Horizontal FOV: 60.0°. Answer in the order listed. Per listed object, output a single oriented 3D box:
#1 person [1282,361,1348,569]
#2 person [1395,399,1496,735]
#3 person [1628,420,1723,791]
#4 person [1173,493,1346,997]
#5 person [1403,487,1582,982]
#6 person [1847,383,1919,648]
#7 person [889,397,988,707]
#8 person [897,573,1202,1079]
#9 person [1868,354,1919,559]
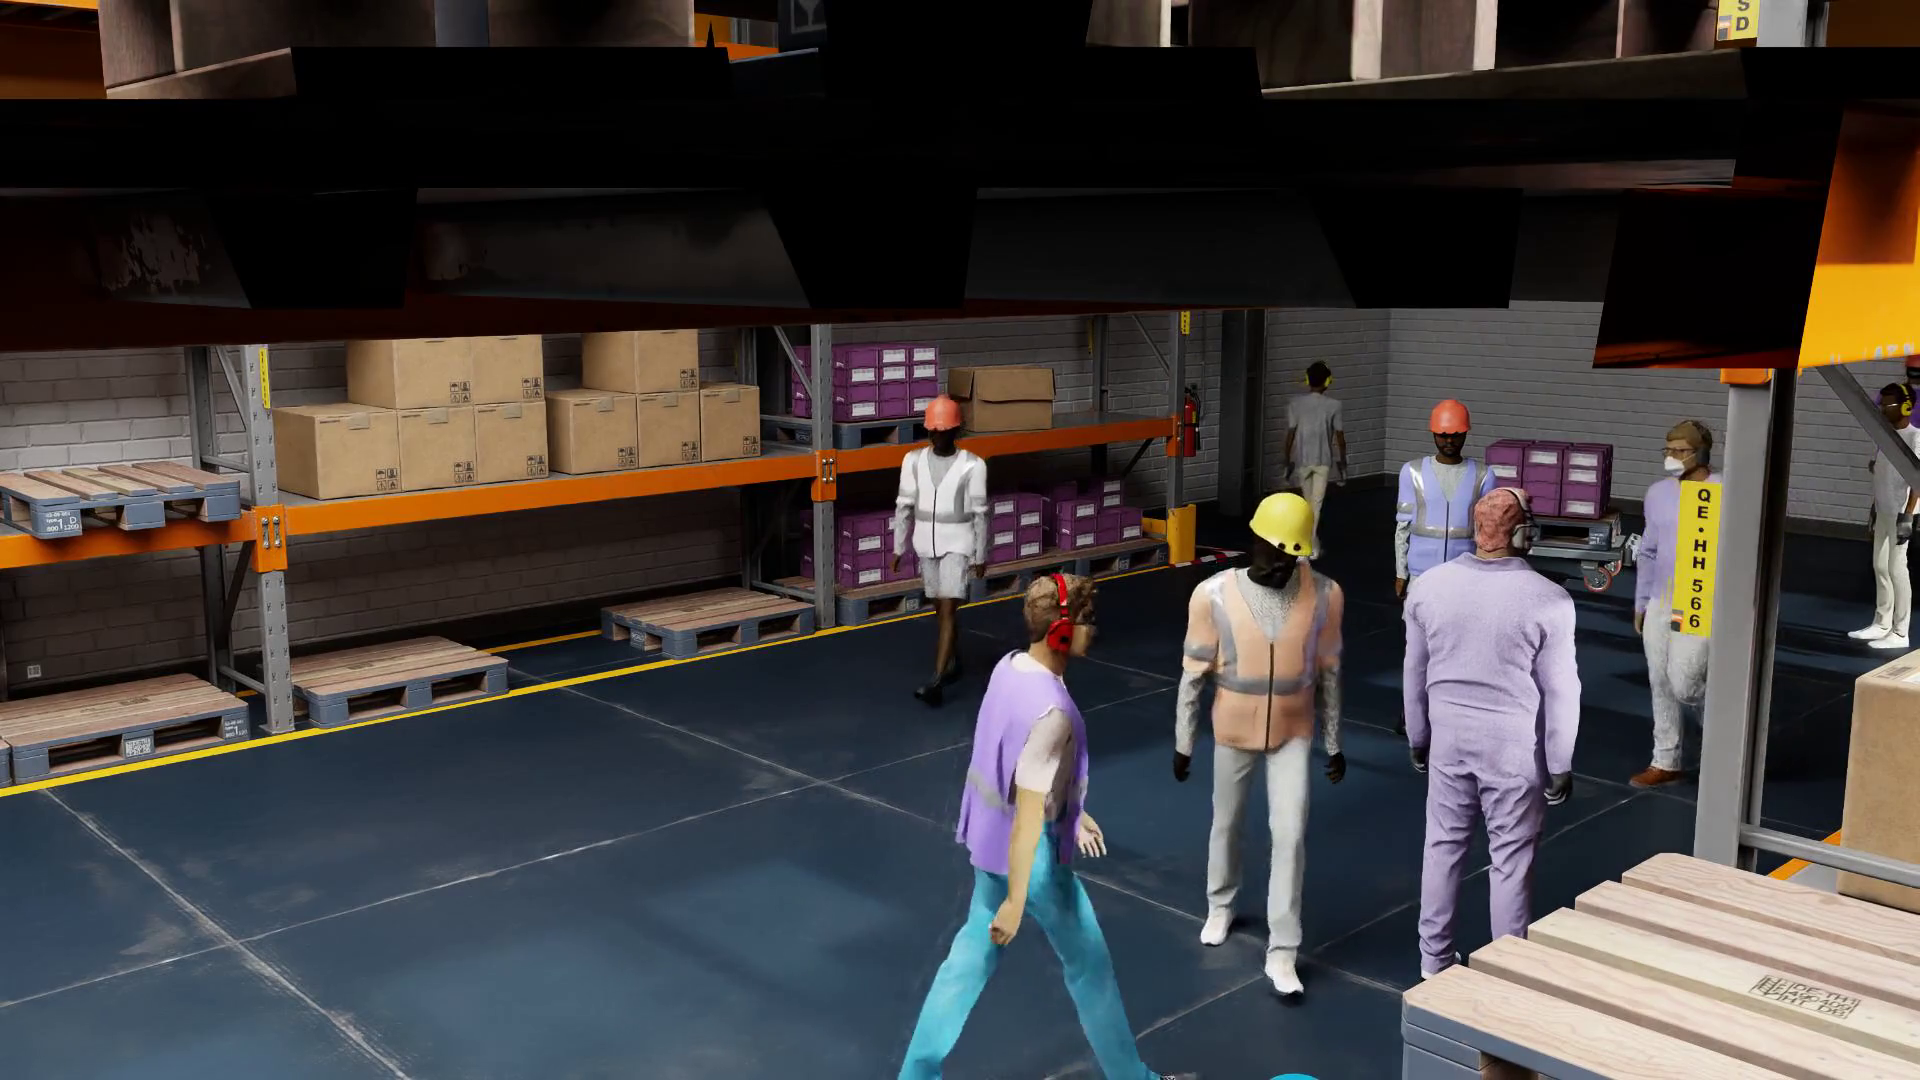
[{"bbox_3d":[3.127,-0.663,14.673,0.532,1.827,0.966,5,11,27],"label":"person"},{"bbox_3d":[2.752,0.165,9.477,0.542,1.938,0.357,2,10,10],"label":"person"},{"bbox_3d":[3.708,0.347,8.458,0.492,1.920,0.647,-4,10,-21],"label":"person"},{"bbox_3d":[1.148,0.741,6.303,0.672,1.862,0.912,0,10,3],"label":"person"},{"bbox_3d":[1.966,0.751,6.146,0.651,1.904,0.402,9,13,41],"label":"person"},{"bbox_3d":[6.541,-0.173,11.687,0.317,1.860,0.509,0,10,2],"label":"person"},{"bbox_3d":[-0.132,0.056,10.279,0.556,1.875,1.013,4,10,22],"label":"person"},{"bbox_3d":[0.239,0.978,5.160,1.002,1.788,0.570,-3,10,-16],"label":"person"},{"bbox_3d":[8.464,-0.753,14.903,0.580,1.919,0.696,7,12,34],"label":"person"}]
